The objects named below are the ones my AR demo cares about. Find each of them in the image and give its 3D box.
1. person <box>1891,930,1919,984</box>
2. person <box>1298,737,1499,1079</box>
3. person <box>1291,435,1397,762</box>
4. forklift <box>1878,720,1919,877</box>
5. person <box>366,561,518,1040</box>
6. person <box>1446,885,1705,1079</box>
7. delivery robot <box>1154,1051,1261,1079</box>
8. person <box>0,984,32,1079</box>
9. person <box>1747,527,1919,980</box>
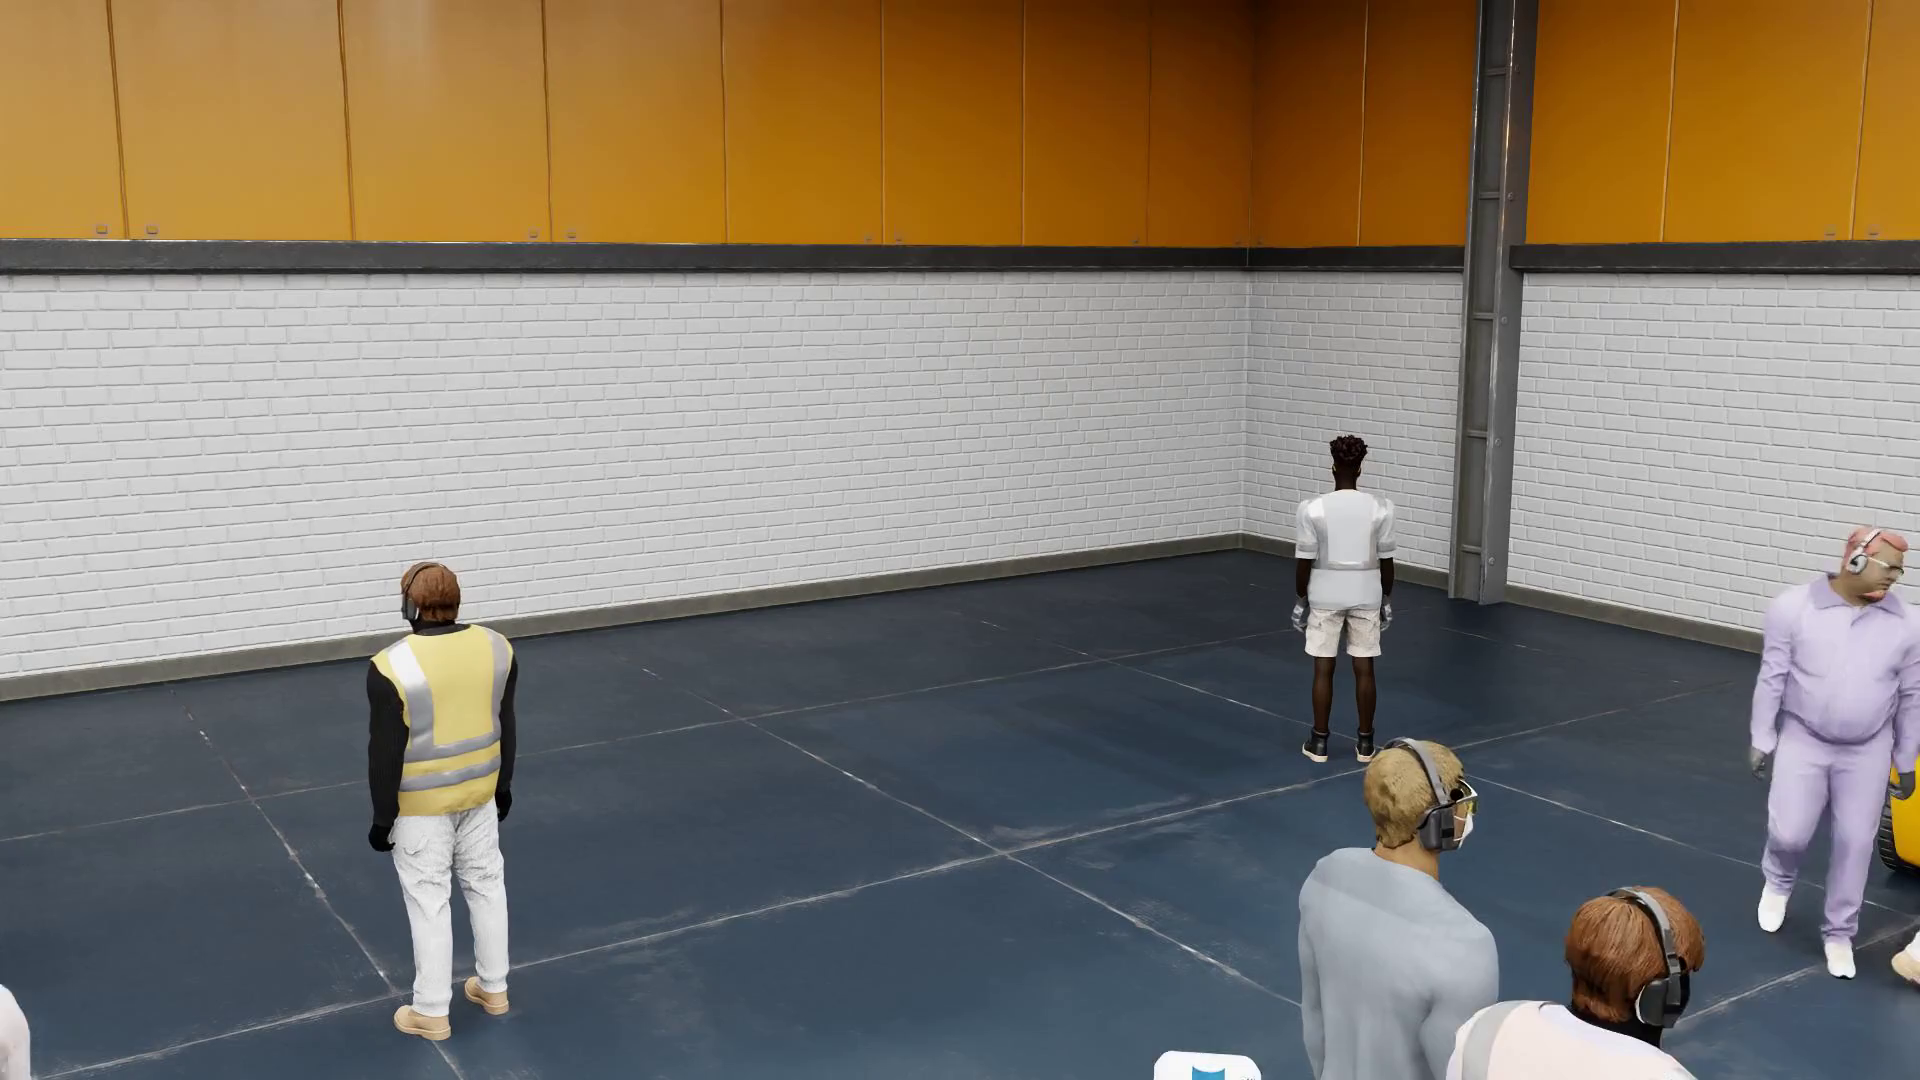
[{"bbox_3d":[4.222,1.011,6.497,0.945,1.798,0.633,6,11,31],"label":"person"},{"bbox_3d":[0.998,1.387,3.761,0.372,1.940,0.632,-4,10,-22],"label":"person"},{"bbox_3d":[2.281,0.353,9.901,0.603,1.967,0.366,1,9,3],"label":"person"},{"bbox_3d":[5.511,0.571,7.906,2.313,2.155,1.214,-6,11,-33],"label":"forklift"},{"bbox_3d":[-2.004,0.992,6.427,0.429,1.842,0.634,8,12,39],"label":"person"},{"bbox_3d":[1.207,1.546,3.139,0.429,1.842,0.636,-6,11,-31],"label":"person"},{"bbox_3d":[0.751,1.815,5.057,0.477,0.478,0.707,1,10,8],"label":"delivery robot"},{"bbox_3d":[-2.183,1.500,3.292,0.864,1.864,0.668,8,12,39],"label":"person"},{"bbox_3d":[3.701,0.876,7.032,0.672,1.880,0.488,3,10,16],"label":"person"}]
